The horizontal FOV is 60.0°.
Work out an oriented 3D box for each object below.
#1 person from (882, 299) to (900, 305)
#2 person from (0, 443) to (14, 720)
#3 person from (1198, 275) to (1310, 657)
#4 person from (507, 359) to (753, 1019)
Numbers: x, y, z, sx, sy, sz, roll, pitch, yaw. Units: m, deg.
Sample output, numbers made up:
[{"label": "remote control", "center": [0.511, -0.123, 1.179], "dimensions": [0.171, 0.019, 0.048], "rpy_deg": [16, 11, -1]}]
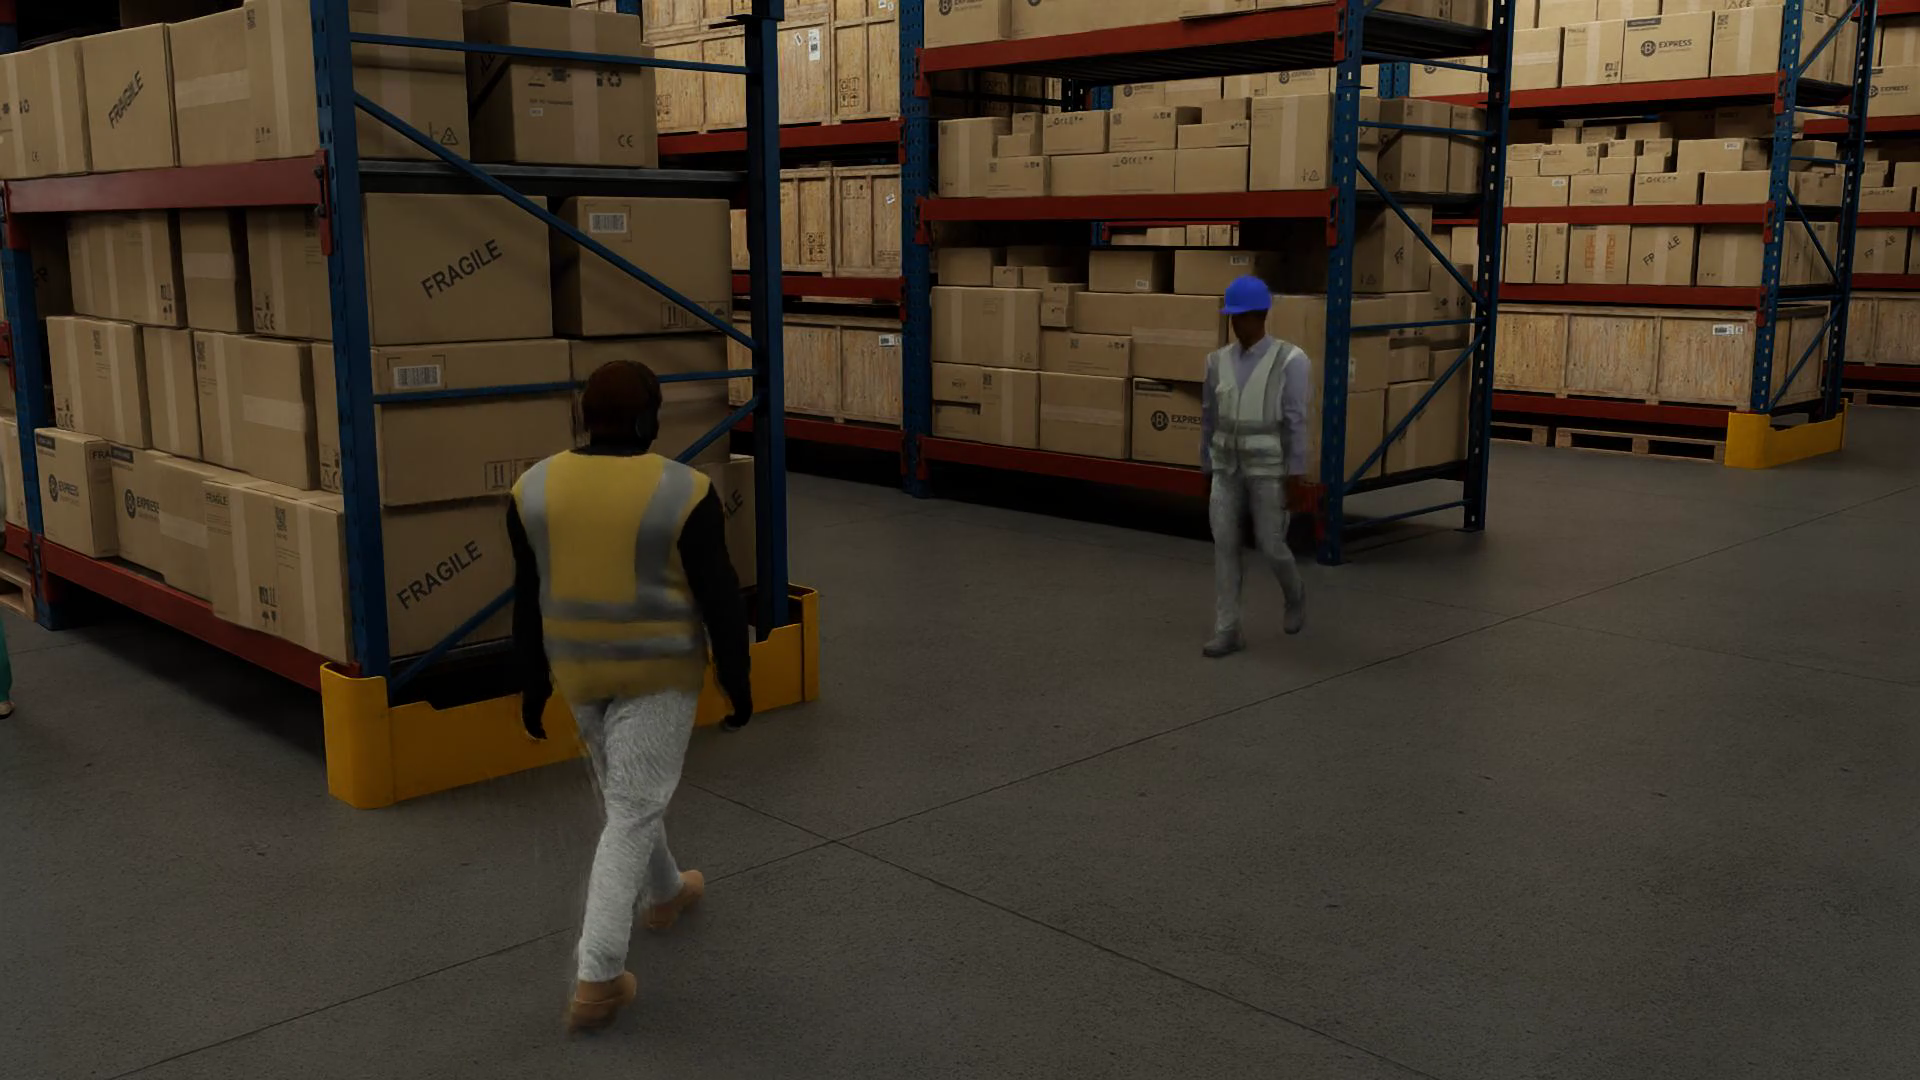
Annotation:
[{"label": "person", "center": [-0.800, -2.193, 19.323], "dimensions": [0.540, 1.587, 0.878], "rpy_deg": [-9, 14, -40]}, {"label": "person", "center": [-4.414, -0.056, 7.204], "dimensions": [0.525, 1.769, 0.316], "rpy_deg": [-9, 14, -42]}, {"label": "person", "center": [1.503, -0.377, 8.488], "dimensions": [0.626, 1.933, 0.655], "rpy_deg": [8, 13, 38]}, {"label": "person", "center": [-0.930, 0.384, 4.750], "dimensions": [0.642, 1.792, 0.979], "rpy_deg": [3, 11, 16]}]
